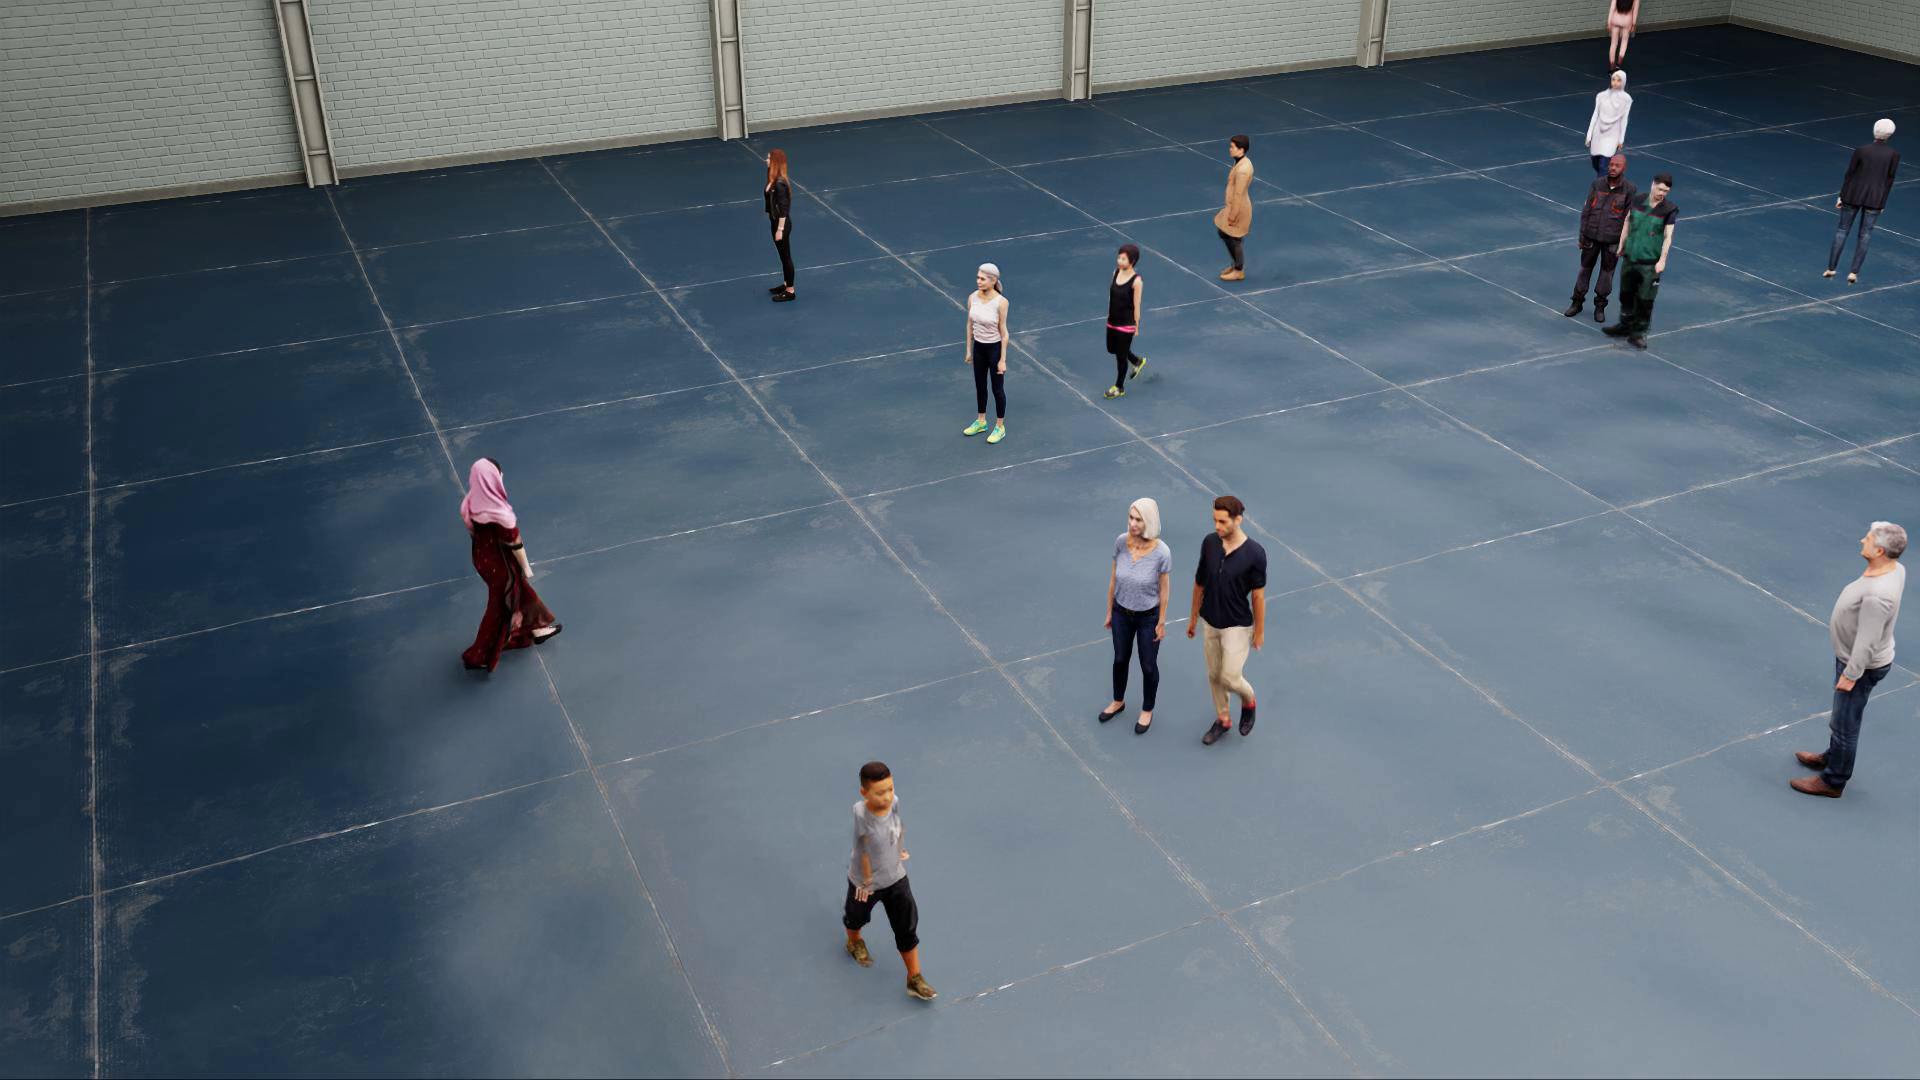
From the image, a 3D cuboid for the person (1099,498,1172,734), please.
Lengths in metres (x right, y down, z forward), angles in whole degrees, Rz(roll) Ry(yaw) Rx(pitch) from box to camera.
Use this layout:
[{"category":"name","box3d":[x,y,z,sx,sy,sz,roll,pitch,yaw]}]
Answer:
[{"category":"person","box3d":[1.196,0.490,11.157,0.668,1.721,0.681,17,32,28]}]

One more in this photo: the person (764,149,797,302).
[{"category":"person","box3d":[-2.009,-3.569,18.788,0.605,1.713,0.650,-5,28,-9]}]

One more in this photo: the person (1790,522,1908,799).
[{"category":"person","box3d":[5.667,0.752,10.464,0.893,1.910,0.775,17,33,29]}]

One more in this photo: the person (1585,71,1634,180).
[{"category":"person","box3d":[8.577,-5.324,22.041,0.937,1.752,1.169,20,34,33]}]

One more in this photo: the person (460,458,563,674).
[{"category":"person","box3d":[-3.337,0.210,11.817,0.877,1.595,1.160,25,37,38]}]

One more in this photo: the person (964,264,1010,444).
[{"category":"person","box3d":[0.272,-1.741,15.368,0.685,1.701,0.679,21,35,34]}]

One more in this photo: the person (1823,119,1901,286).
[{"category":"person","box3d":[9.546,-3.609,17.649,0.825,1.779,0.775,14,31,25]}]

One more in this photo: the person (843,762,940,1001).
[{"category":"person","box3d":[-0.500,1.752,9.100,0.949,1.428,0.783,-18,33,-30]}]

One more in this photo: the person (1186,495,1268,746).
[{"category":"person","box3d":[1.804,0.512,10.999,0.782,1.830,0.835,18,33,31]}]

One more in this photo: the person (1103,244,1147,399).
[{"category":"person","box3d":[1.657,-2.178,16.358,0.837,1.541,0.612,-17,33,-29]}]

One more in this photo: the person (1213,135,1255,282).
[{"category":"person","box3d":[3.304,-3.848,19.312,0.830,1.713,0.799,2,28,3]}]

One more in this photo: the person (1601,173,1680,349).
[{"category":"person","box3d":[7.193,-2.970,17.501,0.730,1.866,0.827,-10,30,-18]}]

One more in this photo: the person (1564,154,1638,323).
[{"category":"person","box3d":[7.067,-3.339,18.236,0.786,1.826,0.795,16,32,27]}]

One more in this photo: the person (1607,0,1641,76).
[{"category":"person","box3d":[11.483,-8.952,28.898,0.725,1.710,0.790,9,29,17]}]
